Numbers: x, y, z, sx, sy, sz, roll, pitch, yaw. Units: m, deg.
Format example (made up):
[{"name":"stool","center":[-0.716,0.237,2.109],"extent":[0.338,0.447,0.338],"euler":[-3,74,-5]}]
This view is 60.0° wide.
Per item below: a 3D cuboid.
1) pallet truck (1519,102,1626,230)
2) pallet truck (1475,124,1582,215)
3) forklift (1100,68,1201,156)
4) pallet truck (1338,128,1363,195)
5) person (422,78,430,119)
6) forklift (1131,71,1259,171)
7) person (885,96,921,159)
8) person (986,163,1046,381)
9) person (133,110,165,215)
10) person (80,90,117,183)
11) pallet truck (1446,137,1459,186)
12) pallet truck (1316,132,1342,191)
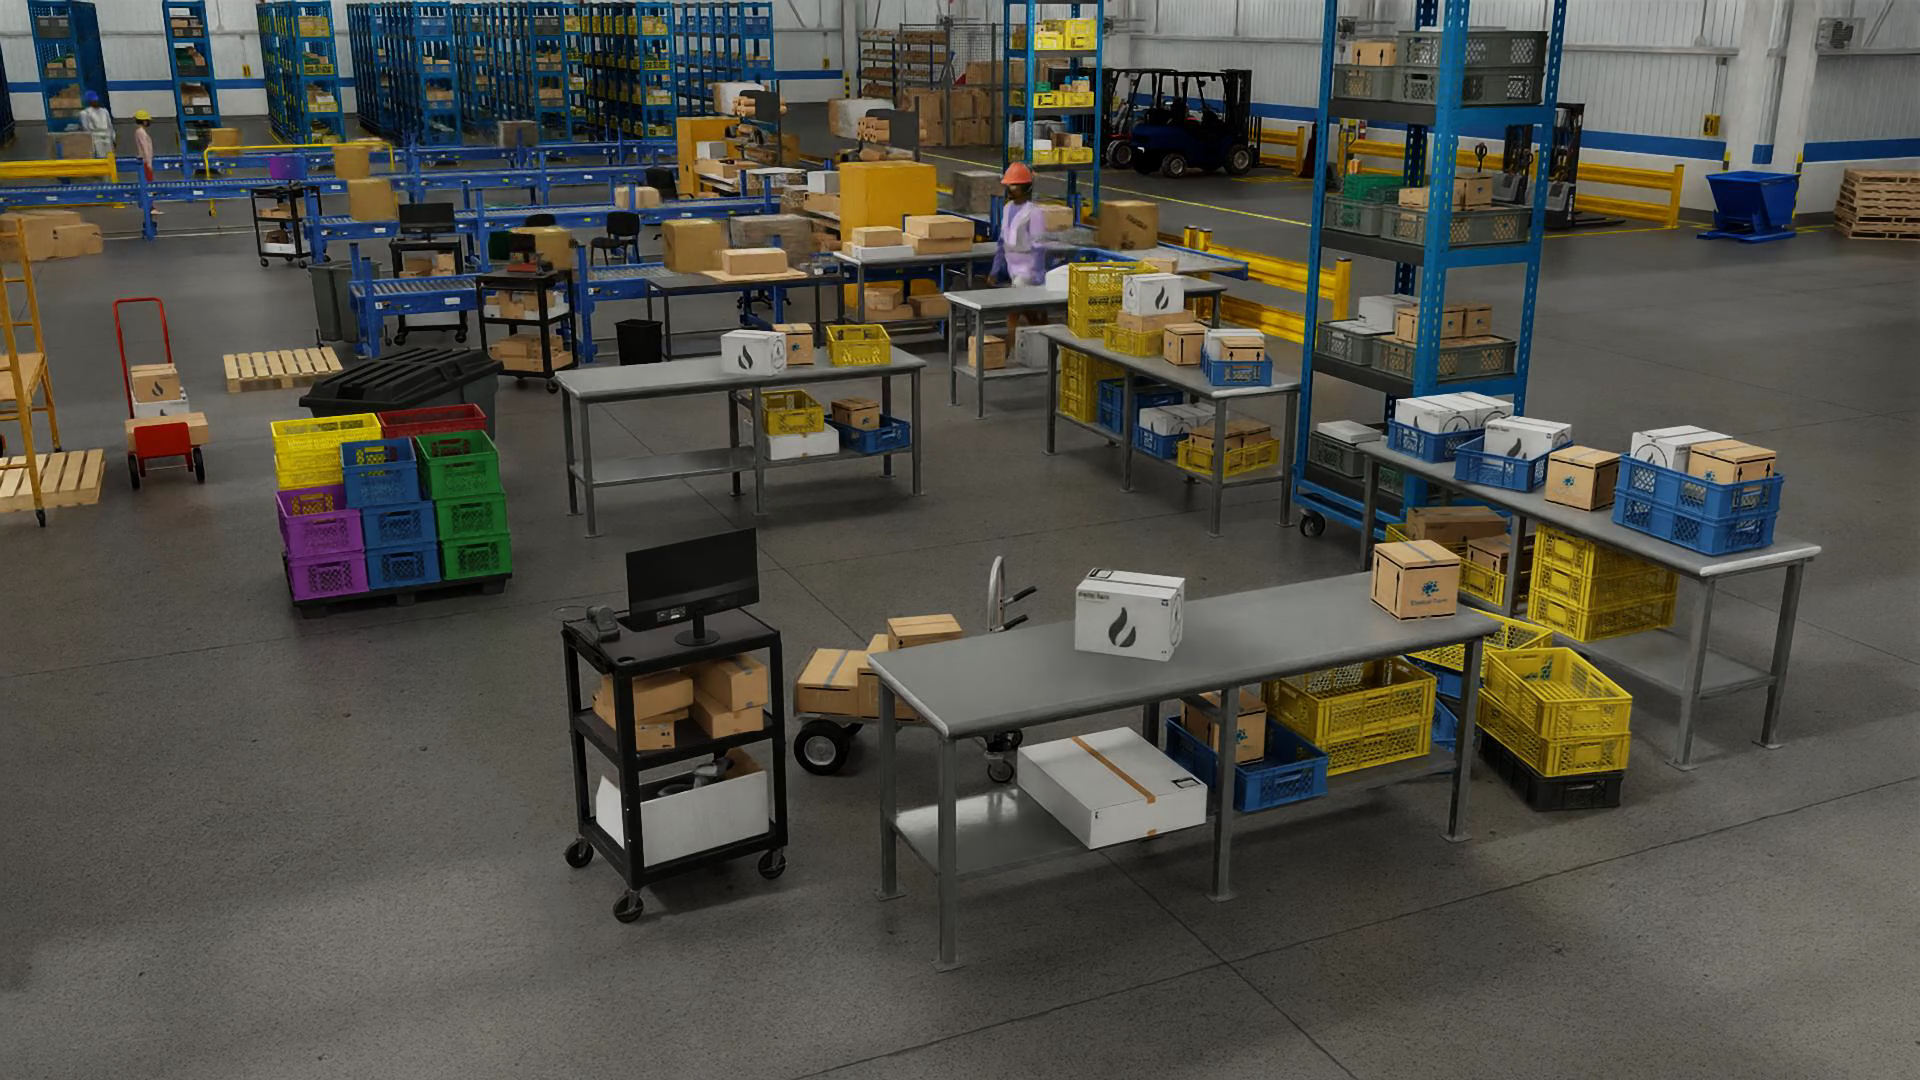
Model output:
[{"name":"pallet truck","center":[9.972,-6.037,26.785],"extent":[1.885,1.965,0.823],"euler":[-9,20,-25]},{"name":"pallet truck","center":[9.707,-6.455,28.103],"extent":[1.885,1.965,0.823],"euler":[-7,19,-20]},{"name":"forklift","center":[4.082,-9.564,37.410],"extent":[2.680,1.987,1.157],"euler":[-8,19,-23]},{"name":"pallet truck","center":[7.845,-7.140,31.411],"extent":[1.522,1.261,0.704],"euler":[-9,20,-25]},{"name":"person","center":[-14.225,-11.609,44.611],"extent":[0.576,1.825,0.582],"euler":[-2,18,-7]},{"name":"forklift","center":[4.998,-8.936,35.413],"extent":[2.680,1.987,1.157],"euler":[-9,20,-25]},{"name":"person","center":[-1.026,-7.187,30.575],"extent":[0.676,1.891,0.431],"euler":[-8,19,-25]},{"name":"person","center":[0.486,-2.519,15.675],"extent":[0.994,2.004,0.608],"euler":[-8,19,-24]},{"name":"person","center":[-13.948,-6.475,28.541],"extent":[0.331,1.768,0.526],"euler":[-12,21,-32]},{"name":"person","center":[-16.718,-7.774,32.371],"extent":[0.444,1.916,0.635],"euler":[8,19,25]},{"name":"pallet truck","center":[9.184,-6.485,29.328],"extent":[1.630,1.274,0.653],"euler":[-8,19,-23]},{"name":"pallet truck","center":[7.723,-7.504,32.656],"extent":[1.601,1.201,0.680],"euler":[-8,19,-23]}]
